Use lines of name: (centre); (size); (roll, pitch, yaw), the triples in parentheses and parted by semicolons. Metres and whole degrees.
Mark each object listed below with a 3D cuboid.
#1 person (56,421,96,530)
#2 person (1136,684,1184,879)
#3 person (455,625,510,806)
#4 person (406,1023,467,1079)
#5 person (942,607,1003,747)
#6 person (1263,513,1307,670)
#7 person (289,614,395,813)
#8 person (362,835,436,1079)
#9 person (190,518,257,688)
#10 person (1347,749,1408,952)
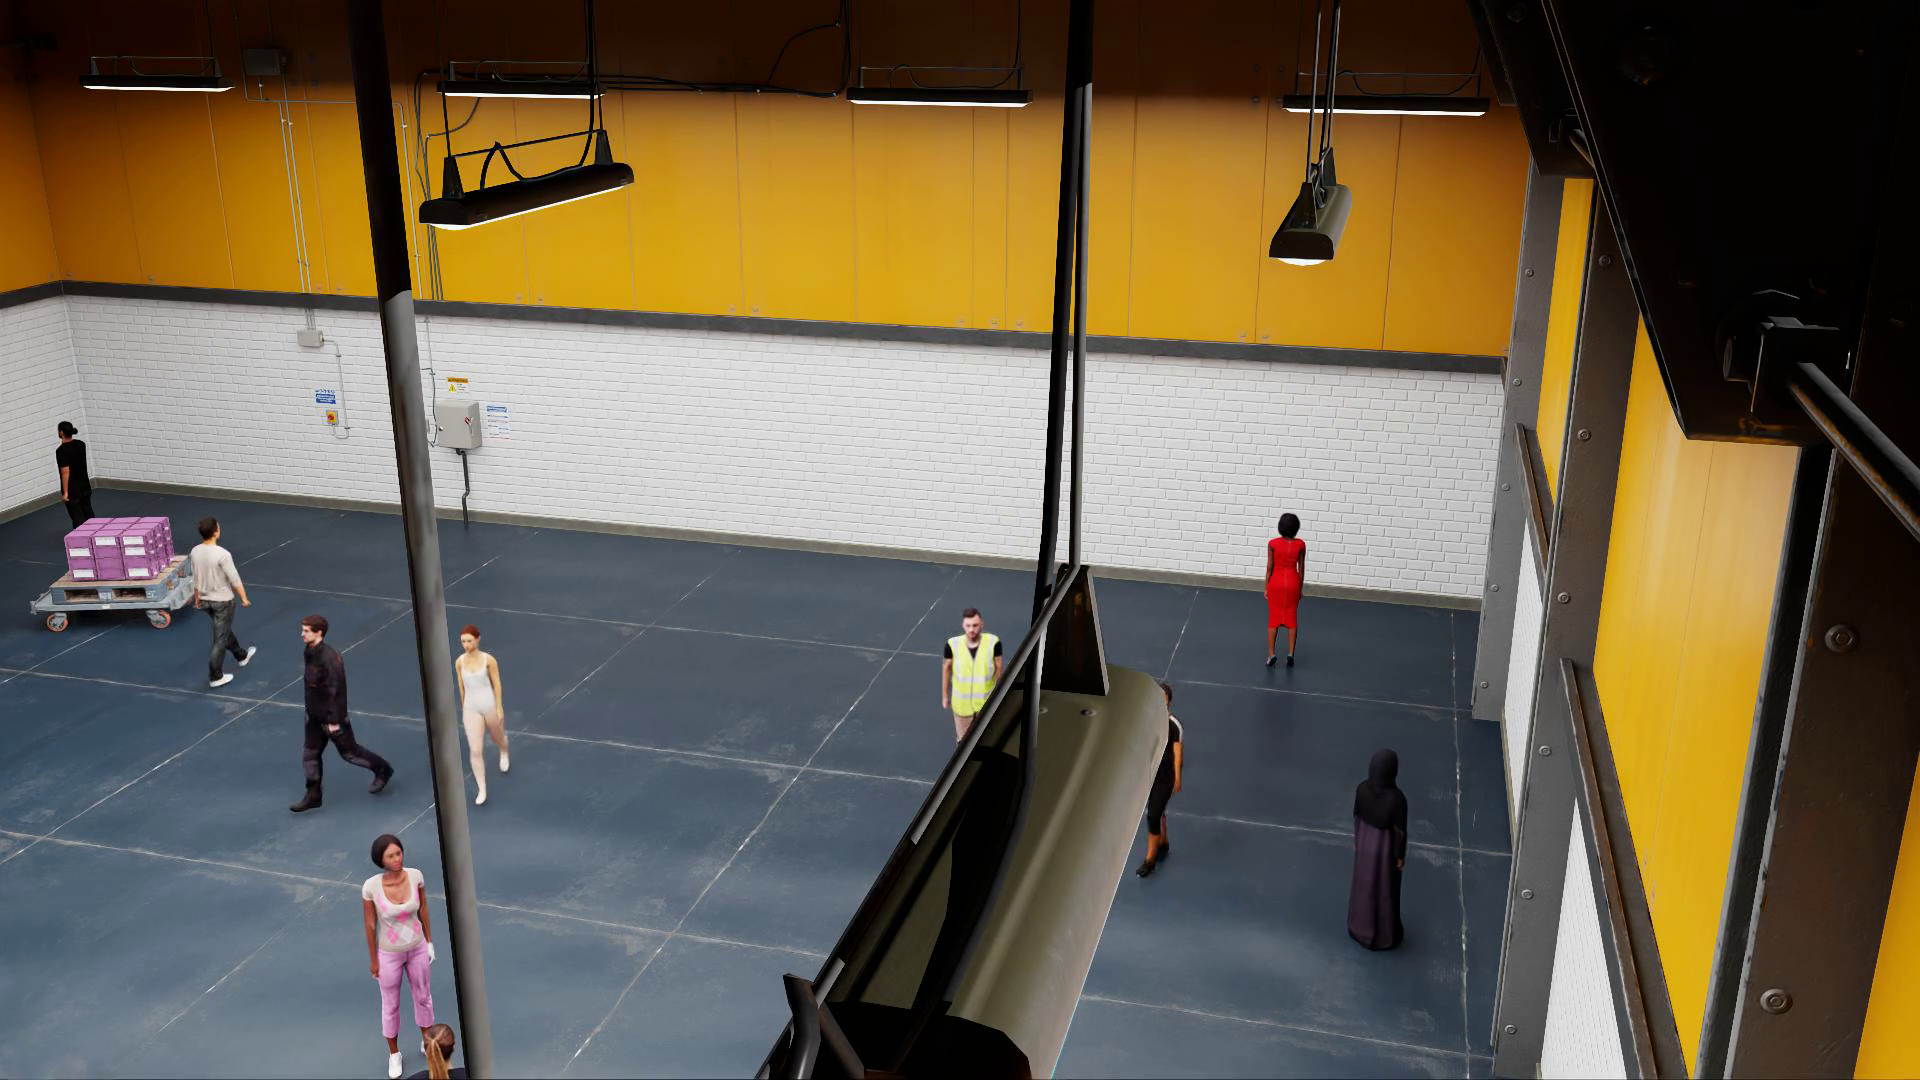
person: (-11.430, -0.685, 21.507); (0.712, 1.758, 0.542); (3, 19, 8)
person: (1.701, 1.936, 13.900); (0.943, 1.646, 0.827); (-16, 25, -40)
person: (-4.333, 1.527, 15.171); (0.795, 1.610, 1.118); (-2, 19, -5)
person: (-2.852, 3.452, 9.340); (0.698, 1.684, 0.666); (-1, 19, -3)
person: (0.117, 1.452, 15.089); (0.843, 1.805, 1.113); (1, 19, 2)
person: (3.485, 0.540, 17.896); (0.619, 1.742, 0.568); (0, 19, 1)
person: (-5.558, 1.524, 14.876); (1.076, 1.804, 1.296); (16, 24, 39)
person: (-3.772, 2.785, 11.238); (0.648, 1.736, 0.719); (-12, 22, -31)
person: (-7.838, 0.680, 17.422); (0.719, 1.780, 1.040); (6, 20, 18)
person: (3.203, 2.347, 12.732); (0.739, 1.614, 0.706); (-17, 25, -41)
